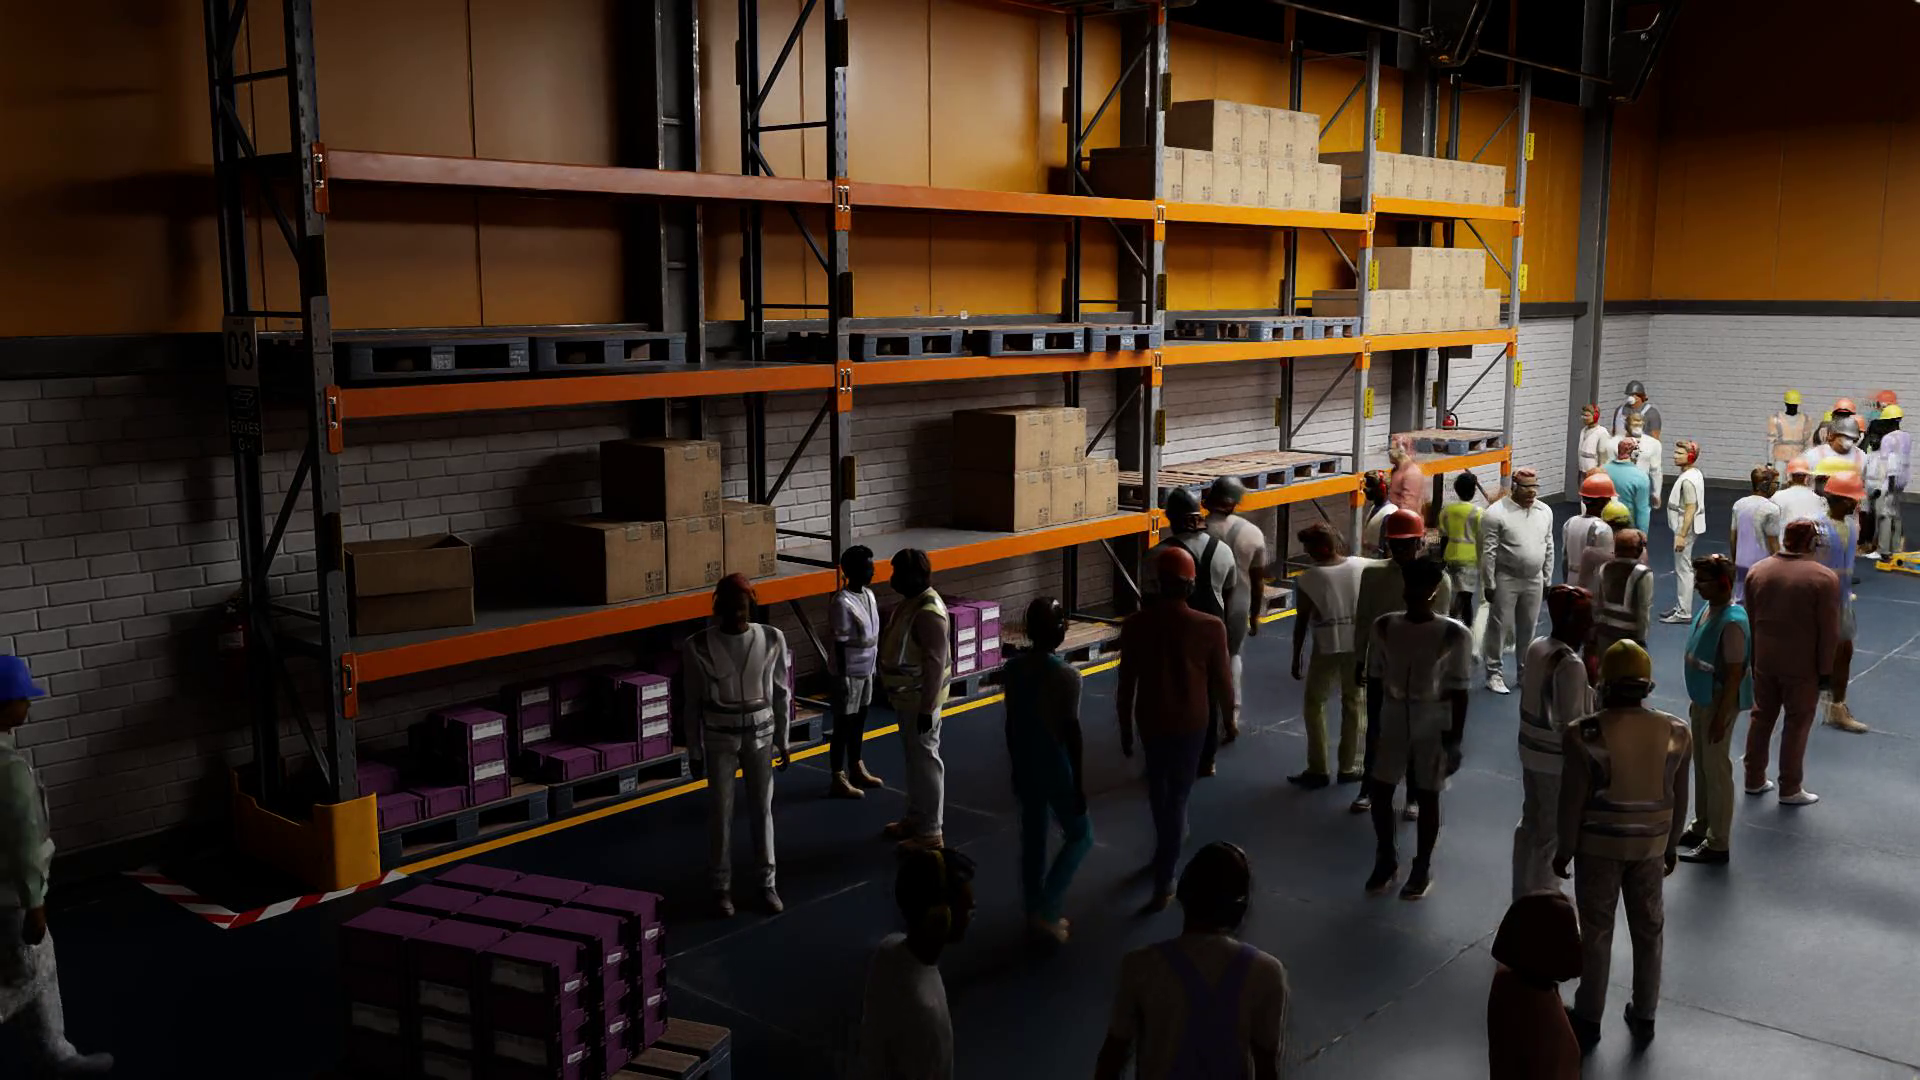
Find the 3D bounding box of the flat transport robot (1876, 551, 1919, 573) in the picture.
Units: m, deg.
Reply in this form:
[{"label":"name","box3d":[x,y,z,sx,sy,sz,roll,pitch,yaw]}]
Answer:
[{"label":"flat transport robot","box3d":[11.457,0.316,19.221,0.652,0.197,1.431,-4,10,-23]}]

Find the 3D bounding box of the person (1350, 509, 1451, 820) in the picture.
[{"label":"person","box3d":[2.814,0.786,10.654,0.609,1.996,0.379,5,10,30]}]

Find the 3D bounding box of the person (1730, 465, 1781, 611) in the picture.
[{"label":"person","box3d":[6.939,0.268,14.497,0.344,1.840,0.507,-3,9,-19]}]

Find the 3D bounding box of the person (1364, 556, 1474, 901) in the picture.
[{"label":"person","box3d":[2.487,1.047,9.137,0.612,1.936,0.505,6,10,33]}]

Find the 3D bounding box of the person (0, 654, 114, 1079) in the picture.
[{"label":"person","box3d":[-3.978,1.423,6.802,0.619,1.921,0.795,8,12,43]}]

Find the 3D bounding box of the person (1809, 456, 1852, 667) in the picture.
[{"label":"person","box3d":[7.497,0.235,14.414,0.352,1.929,0.594,5,10,31]}]

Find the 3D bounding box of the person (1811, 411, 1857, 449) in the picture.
[{"label":"person","box3d":[10.969,-0.743,20.889,0.622,1.877,0.494,3,9,18]}]

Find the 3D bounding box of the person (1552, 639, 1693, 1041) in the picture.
[{"label":"person","box3d":[2.969,1.354,7.511,0.587,1.835,0.404,0,9,-1]}]

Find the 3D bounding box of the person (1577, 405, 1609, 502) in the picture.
[{"label":"person","box3d":[8.264,-0.851,21.724,0.387,1.837,0.562,-1,9,-7]}]

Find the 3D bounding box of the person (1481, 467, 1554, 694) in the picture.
[{"label":"person","box3d":[4.654,0.338,13.860,0.644,1.900,0.399,-2,9,-13]}]

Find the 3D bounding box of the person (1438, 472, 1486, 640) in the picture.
[{"label":"person","box3d":[4.676,0.204,15.551,0.814,1.675,0.551,-5,10,-28]}]

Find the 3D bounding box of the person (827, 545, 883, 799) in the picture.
[{"label":"person","box3d":[-0.706,0.868,11.111,0.318,1.693,0.532,4,10,22]}]

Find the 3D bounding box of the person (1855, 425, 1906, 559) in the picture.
[{"label":"person","box3d":[11.394,-0.596,20.597,0.779,1.666,0.557,-4,9,-22]}]

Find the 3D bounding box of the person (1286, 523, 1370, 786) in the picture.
[{"label":"person","box3d":[2.559,0.788,11.296,0.671,1.805,0.385,-1,9,-7]}]

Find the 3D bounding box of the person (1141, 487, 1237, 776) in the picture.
[{"label":"person","box3d":[1.528,0.634,11.489,0.681,2.000,0.535,-3,9,-20]}]

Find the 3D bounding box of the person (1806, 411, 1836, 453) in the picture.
[{"label":"person","box3d":[11.404,-0.831,21.942,0.492,1.729,0.324,3,9,16]}]

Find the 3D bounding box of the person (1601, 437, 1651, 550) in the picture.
[{"label":"person","box3d":[6.593,-0.080,16.565,0.399,1.900,0.644,-5,10,-31]}]

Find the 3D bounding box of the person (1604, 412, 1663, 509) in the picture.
[{"label":"person","box3d":[7.866,-0.538,19.454,0.640,1.921,0.542,1,9,8]}]

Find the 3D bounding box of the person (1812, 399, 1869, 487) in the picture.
[{"label":"person","box3d":[10.599,-0.691,20.093,0.617,2.028,0.410,5,10,28]}]

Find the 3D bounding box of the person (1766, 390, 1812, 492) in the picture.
[{"label":"person","box3d":[11.721,-1.169,23.533,0.585,1.916,0.389,1,9,9]}]

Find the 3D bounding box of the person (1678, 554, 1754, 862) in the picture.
[{"label":"person","box3d":[4.469,0.989,9.848,0.390,1.839,0.564,1,9,9]}]

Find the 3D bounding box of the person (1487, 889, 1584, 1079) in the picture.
[{"label":"person","box3d":[1.720,1.841,5.005,0.286,1.636,0.498,0,9,-1]}]

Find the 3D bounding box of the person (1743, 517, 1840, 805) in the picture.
[{"label":"person","box3d":[5.492,0.789,10.994,0.394,1.892,0.636,-5,10,-28]}]

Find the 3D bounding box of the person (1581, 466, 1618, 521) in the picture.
[{"label":"person","box3d":[6.220,0.095,16.277,0.499,1.633,0.289,-6,10,-32]}]

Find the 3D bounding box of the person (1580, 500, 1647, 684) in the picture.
[{"label":"person","box3d":[5.070,0.554,12.946,0.531,1.740,0.684,-1,9,-5]}]

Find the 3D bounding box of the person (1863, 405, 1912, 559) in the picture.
[{"label":"person","box3d":[11.496,-0.709,20.574,0.592,1.912,0.399,-6,11,-36]}]

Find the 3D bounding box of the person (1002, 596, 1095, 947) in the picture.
[{"label":"person","box3d":[0.448,1.195,8.515,0.549,1.835,0.386,8,12,42]}]

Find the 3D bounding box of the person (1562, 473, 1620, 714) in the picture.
[{"label":"person","box3d":[4.952,0.442,13.054,0.361,1.939,0.543,-3,9,-16]}]

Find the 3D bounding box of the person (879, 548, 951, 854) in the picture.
[{"label":"person","box3d":[-0.276,0.958,10.040,0.429,1.841,0.633,-2,9,-14]}]

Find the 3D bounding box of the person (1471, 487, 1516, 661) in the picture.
[{"label":"person","box3d":[4.892,0.302,15.084,0.521,1.582,0.864,6,11,36]}]

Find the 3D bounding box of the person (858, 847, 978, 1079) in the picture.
[{"label":"person","box3d":[-0.212,1.779,4.772,0.601,1.846,0.531,-2,9,-13]}]

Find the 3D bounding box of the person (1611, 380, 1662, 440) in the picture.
[{"label":"person","box3d":[9.551,-1.254,23.666,0.536,2.000,0.681,-7,11,-39]}]

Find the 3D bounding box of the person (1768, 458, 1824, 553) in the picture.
[{"label":"person","box3d":[8.143,0.054,16.314,0.569,1.699,0.889,-1,9,-5]}]

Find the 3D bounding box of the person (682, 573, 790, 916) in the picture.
[{"label":"person","box3d":[-1.199,1.103,9.003,0.578,1.879,0.368,-3,9,-19]}]

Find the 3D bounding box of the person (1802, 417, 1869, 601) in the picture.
[{"label":"person","box3d":[9.444,-0.395,18.123,0.734,2.000,0.784,2,9,11]}]

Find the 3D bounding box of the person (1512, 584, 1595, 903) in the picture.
[{"label":"person","box3d":[3.074,1.160,8.609,0.354,1.881,0.576,0,9,-3]}]

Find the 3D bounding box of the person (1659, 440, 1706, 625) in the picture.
[{"label":"person","box3d":[7.271,-0.076,16.677,0.378,1.848,0.569,4,10,23]}]

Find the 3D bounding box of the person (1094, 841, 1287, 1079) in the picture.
[{"label":"person","box3d":[0.683,1.788,4.890,0.561,1.790,0.956,-2,9,-10]}]

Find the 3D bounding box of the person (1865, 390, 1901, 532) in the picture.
[{"label":"person","box3d":[12.574,-1.063,22.699,0.747,1.961,0.633,1,9,9]}]

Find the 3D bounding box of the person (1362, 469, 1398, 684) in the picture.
[{"label":"person","box3d":[3.615,0.312,14.222,0.384,1.839,0.572,0,9,3]}]

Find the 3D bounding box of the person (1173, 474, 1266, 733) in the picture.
[{"label":"person","box3d":[1.889,0.493,12.395,0.695,2.000,0.536,-1,9,-4]}]

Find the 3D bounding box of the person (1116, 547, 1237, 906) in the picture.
[{"label":"person","box3d":[1.242,1.002,9.426,0.630,1.932,1.051,4,10,24]}]

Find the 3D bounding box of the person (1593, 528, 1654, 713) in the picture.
[{"label":"person","box3d":[4.886,0.719,12.287,0.376,1.611,0.536,-4,10,-25]}]
